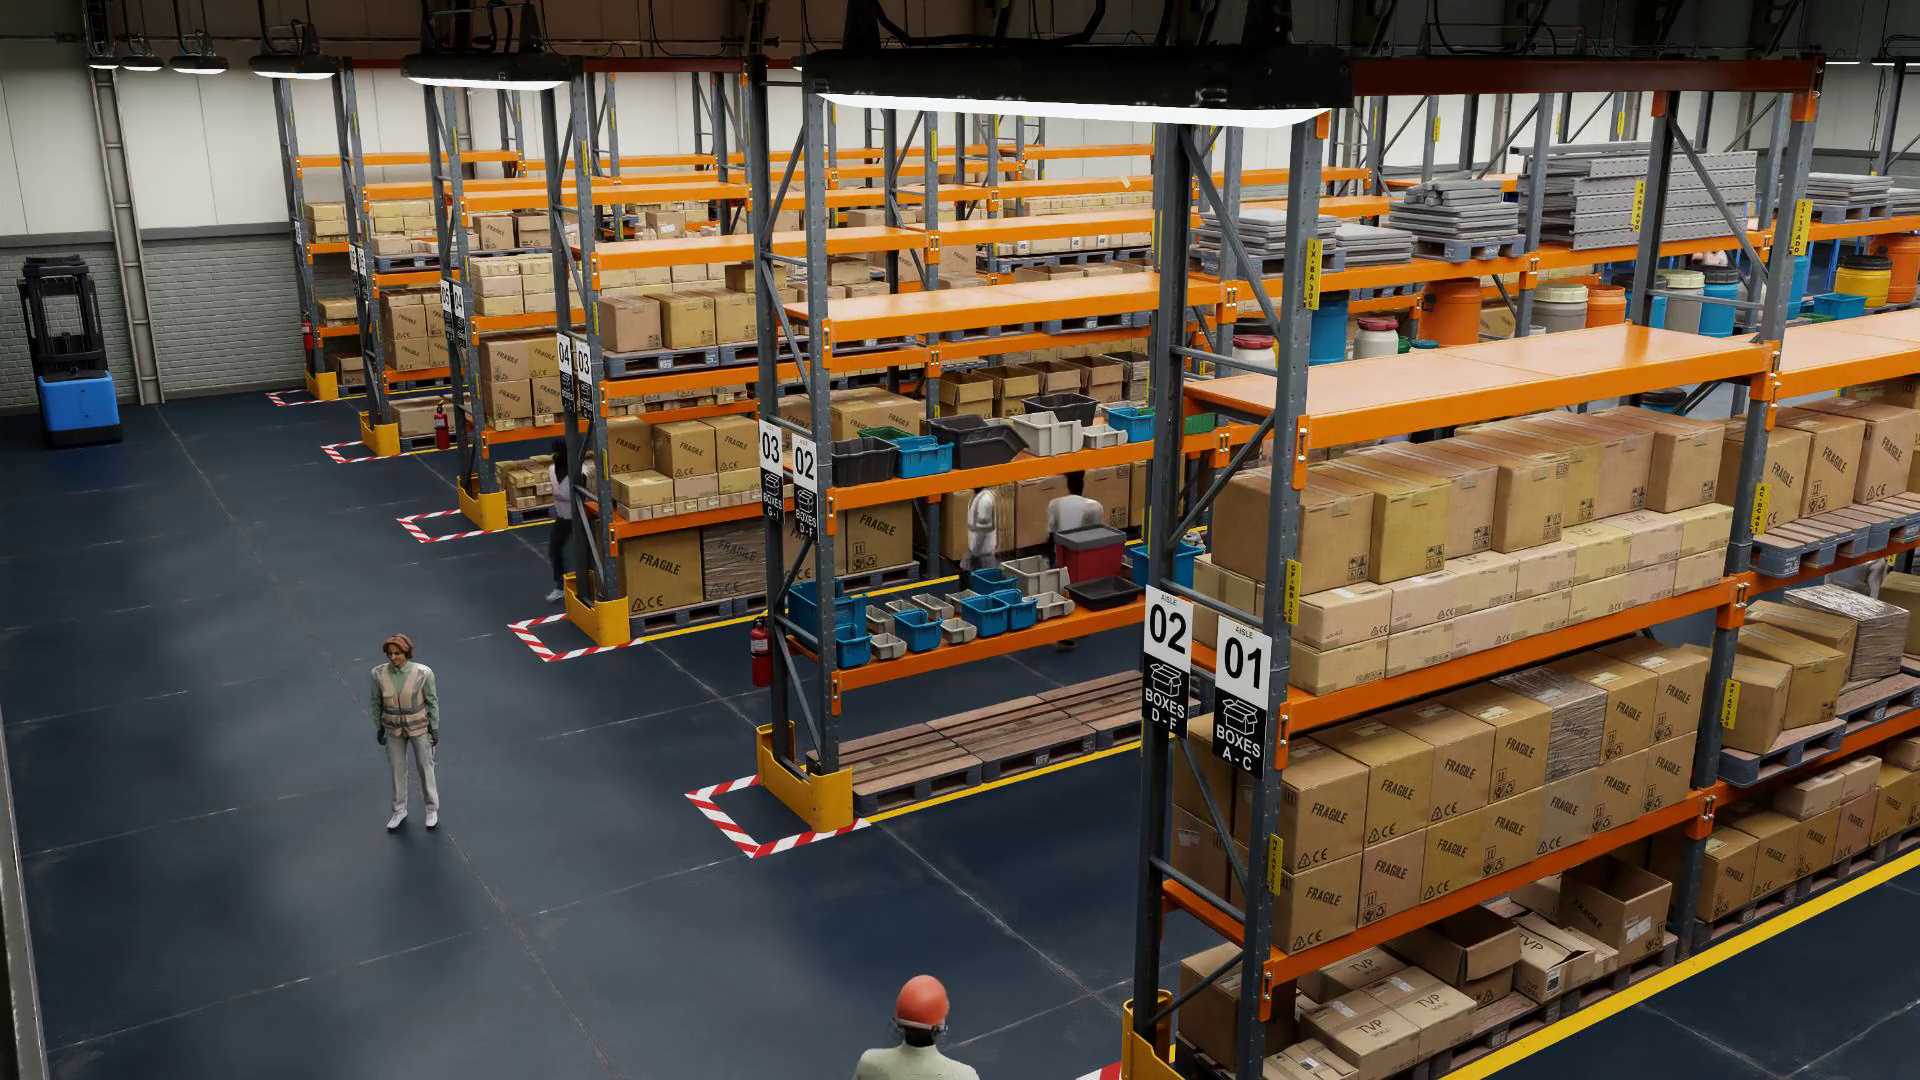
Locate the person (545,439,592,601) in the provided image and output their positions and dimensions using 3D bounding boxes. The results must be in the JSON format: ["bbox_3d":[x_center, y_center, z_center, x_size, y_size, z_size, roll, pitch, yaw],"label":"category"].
[{"bbox_3d":[-4.470,-0.210,17.891,0.597,1.894,0.687,10,20,30],"label":"person"}]

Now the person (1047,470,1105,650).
[{"bbox_3d":[1.230,0.173,16.651,0.694,1.898,0.980,10,19,29],"label":"person"}]

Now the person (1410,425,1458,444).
[{"bbox_3d":[6.048,-0.977,20.234,0.613,1.997,0.374,-1,17,-4],"label":"person"}]

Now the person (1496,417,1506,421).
[{"bbox_3d":[6.884,-0.918,20.426,0.305,1.772,0.525,-12,20,-33],"label":"person"}]

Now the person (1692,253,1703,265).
[{"bbox_3d":[15.936,-5.274,34.310,0.612,2.014,0.914,7,18,22],"label":"person"}]

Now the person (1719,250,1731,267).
[{"bbox_3d":[19.276,-6.939,40.033,0.514,1.857,0.530,-3,17,-9],"label":"person"}]

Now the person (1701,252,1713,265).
[{"bbox_3d":[18.341,-6.645,39.006,0.754,1.881,0.676,5,18,16],"label":"person"}]

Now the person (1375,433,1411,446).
[{"bbox_3d":[5.678,-1.041,20.569,0.555,1.929,0.391,0,17,1],"label":"person"}]

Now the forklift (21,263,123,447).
[{"bbox_3d":[-14.518,-3.079,25.708,1.129,2.768,1.873,-10,20,-31],"label":"forklift"}]

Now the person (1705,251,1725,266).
[{"bbox_3d":[18.200,-6.330,38.176,0.328,1.767,0.532,-8,19,-25],"label":"person"}]

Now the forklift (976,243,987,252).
[{"bbox_3d":[0.988,-5.474,34.718,1.214,2.155,2.313,-10,20,-31],"label":"forklift"}]

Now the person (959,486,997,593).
[{"bbox_3d":[0.295,0.034,17.113,0.936,1.899,0.542,-4,17,-13],"label":"person"}]

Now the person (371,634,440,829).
[{"bbox_3d":[-4.419,1.524,12.635,0.515,1.641,0.315,0,17,-1],"label":"person"}]

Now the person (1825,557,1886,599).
[{"bbox_3d":[8.670,0.613,15.297,0.404,1.830,0.599,-6,18,-20],"label":"person"}]

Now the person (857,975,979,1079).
[{"bbox_3d":[-0.153,2.913,7.517,0.646,1.968,0.807,4,17,14],"label":"person"}]

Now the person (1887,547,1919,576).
[{"bbox_3d":[9.936,0.272,16.414,0.403,1.834,0.587,-9,19,-28],"label":"person"}]

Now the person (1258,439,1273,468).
[{"bbox_3d":[3.953,-0.823,19.849,0.366,1.926,0.592,-11,20,-31],"label":"person"}]
